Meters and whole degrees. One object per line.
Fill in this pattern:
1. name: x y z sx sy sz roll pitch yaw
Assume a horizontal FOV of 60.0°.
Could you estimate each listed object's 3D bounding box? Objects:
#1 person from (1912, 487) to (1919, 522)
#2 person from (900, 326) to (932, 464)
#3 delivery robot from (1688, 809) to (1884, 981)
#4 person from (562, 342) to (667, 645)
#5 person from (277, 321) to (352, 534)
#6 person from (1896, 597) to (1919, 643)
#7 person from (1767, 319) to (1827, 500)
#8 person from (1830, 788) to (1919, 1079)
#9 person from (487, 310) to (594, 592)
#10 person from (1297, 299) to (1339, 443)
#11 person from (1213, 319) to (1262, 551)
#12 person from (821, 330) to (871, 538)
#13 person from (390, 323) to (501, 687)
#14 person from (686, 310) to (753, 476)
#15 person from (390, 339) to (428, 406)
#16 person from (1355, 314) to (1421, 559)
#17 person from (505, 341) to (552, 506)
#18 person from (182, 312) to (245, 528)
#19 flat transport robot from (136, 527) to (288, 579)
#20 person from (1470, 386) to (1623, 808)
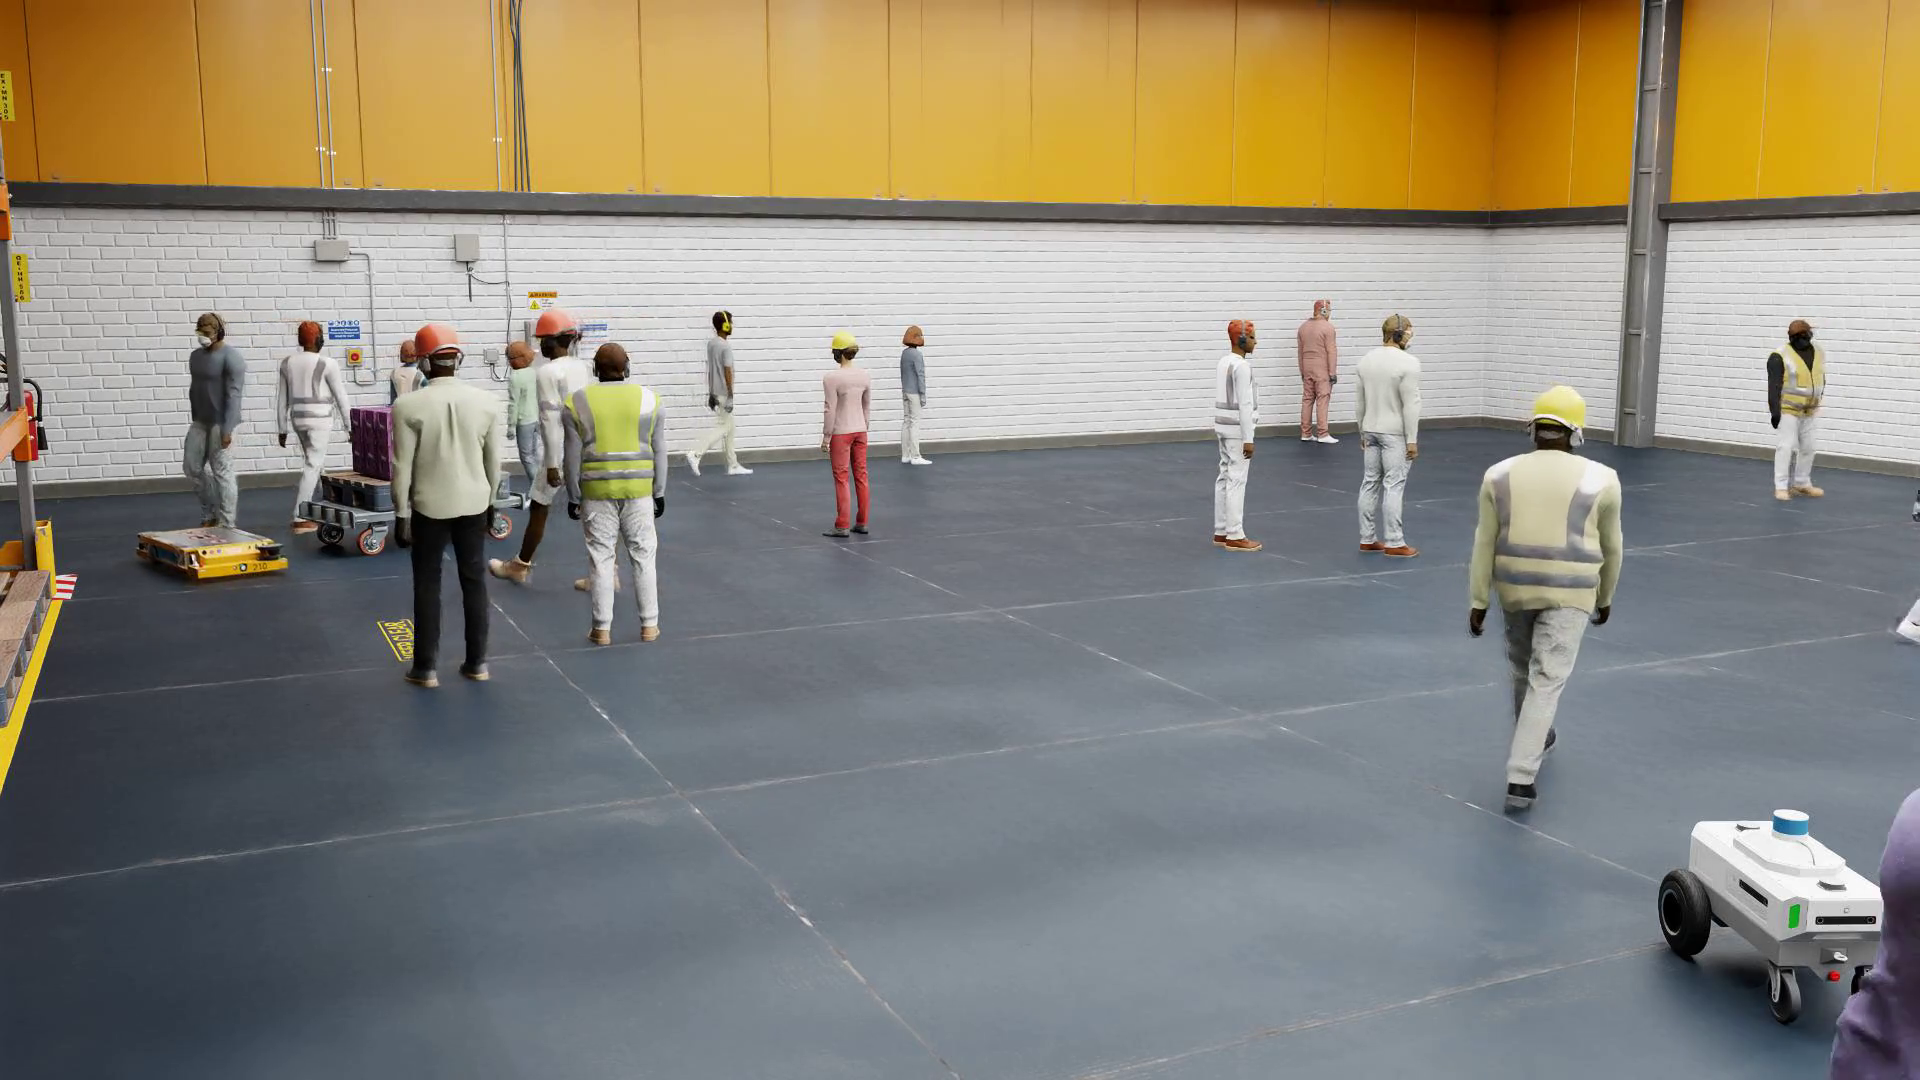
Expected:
1. person: 6.356 -0.264 10.589 0.677 1.670 0.325 -4 10 -25
2. person: -0.538 -1.708 19.633 0.280 1.636 0.500 -5 10 -28
3. delivery robot: 2.616 1.100 5.268 0.477 0.478 0.707 0 9 -1
4. person: -2.101 -0.282 10.152 0.624 1.844 0.430 -3 10 -18
5. person: -5.659 -1.008 14.698 0.593 1.826 1.013 3 10 17
6. person: 6.118 -0.214 9.821 0.966 1.827 0.528 4 10 24
7. person: 8.293 -1.282 16.489 0.679 1.803 0.465 -2 9 -11
8. person: 1.523 0.938 2.363 0.630 1.915 0.895 -7 12 -37
9. person: -2.890 -0.623 11.800 1.041 1.988 0.631 4 10 21
10. person: 4.780 -2.236 22.096 0.405 1.903 0.636 -6 11 -33
11. person: 2.260 -0.854 13.566 0.346 1.883 0.584 -2 9 -11
12. person: -0.976 -0.904 14.236 0.305 1.772 0.525 8 12 42
13. person: -2.809 -0.189 9.114 0.629 1.991 0.400 -7 11 -36
14. person: -2.686 -1.614 18.411 0.773 1.850 0.518 -6 11 -32
15. person: -5.129 -1.094 15.872 0.525 1.625 0.506 5 10 28
16. person: 3.395 -0.820 13.206 0.375 1.934 0.628 -5 11 -30
17. person: -4.184 -1.114 16.038 0.323 1.609 0.565 1 9 9
18. person: -6.314 -0.954 14.055 0.643 1.924 0.440 5 10 29
19. flat transport robot: -5.771 0.077 12.781 0.652 0.197 1.431 -8 12 -42
20. person: 2.543 0.224 7.213 0.586 1.776 0.971 7 11 36
